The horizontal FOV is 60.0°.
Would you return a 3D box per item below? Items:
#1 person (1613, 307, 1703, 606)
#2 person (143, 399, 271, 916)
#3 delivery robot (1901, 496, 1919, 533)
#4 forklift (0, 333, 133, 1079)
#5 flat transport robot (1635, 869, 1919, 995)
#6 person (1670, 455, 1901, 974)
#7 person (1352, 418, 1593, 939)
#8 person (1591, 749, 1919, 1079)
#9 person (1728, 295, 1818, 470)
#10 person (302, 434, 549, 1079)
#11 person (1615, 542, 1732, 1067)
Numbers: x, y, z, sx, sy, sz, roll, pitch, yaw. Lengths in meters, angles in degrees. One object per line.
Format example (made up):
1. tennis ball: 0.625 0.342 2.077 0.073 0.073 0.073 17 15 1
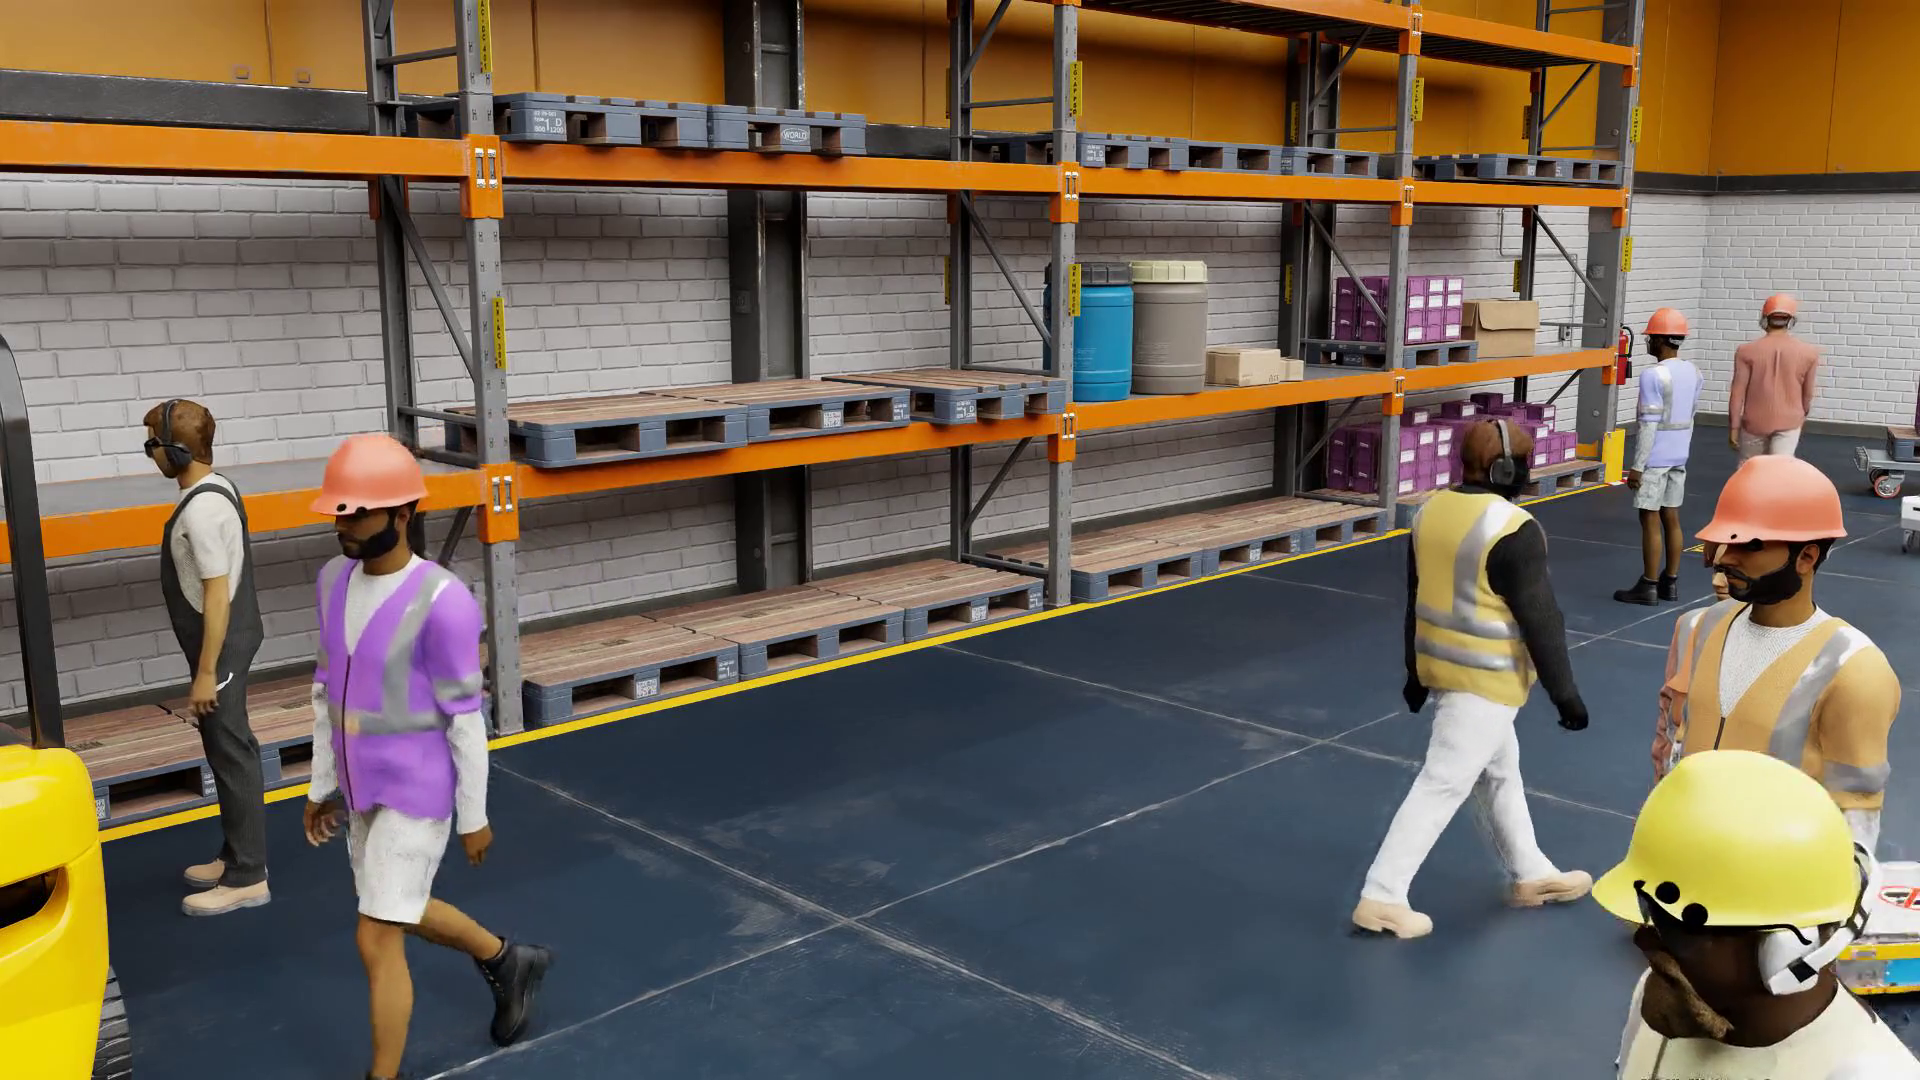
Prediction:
1. person: 4.558 -0.540 10.855 0.551 1.942 0.345 -7 13 -35
2. person: -2.672 0.414 5.933 0.347 1.841 0.505 -4 11 -19
3. delivery robot: 7.442 -0.185 12.450 0.477 0.478 0.707 -4 11 -21
4. forklift: -3.289 0.485 4.582 1.214 2.155 2.313 -10 14 -44
5. flat transport robot: 3.062 1.280 5.494 1.431 0.197 0.652 -1 10 -5
6. person: 1.757 0.773 3.713 0.358 1.938 0.542 -3 11 -17
7. person: 1.788 0.477 5.751 0.983 1.798 0.638 -2 11 -10
8. person: 0.915 1.134 2.075 0.516 1.812 0.623 1 10 3
9. person: 6.210 -0.898 12.788 0.602 1.946 0.979 4 11 19
10. person: -1.465 0.642 4.520 0.546 1.910 0.857 8 13 35
11. person: 2.115 0.763 4.574 0.310 1.642 0.514 -5 11 -25
